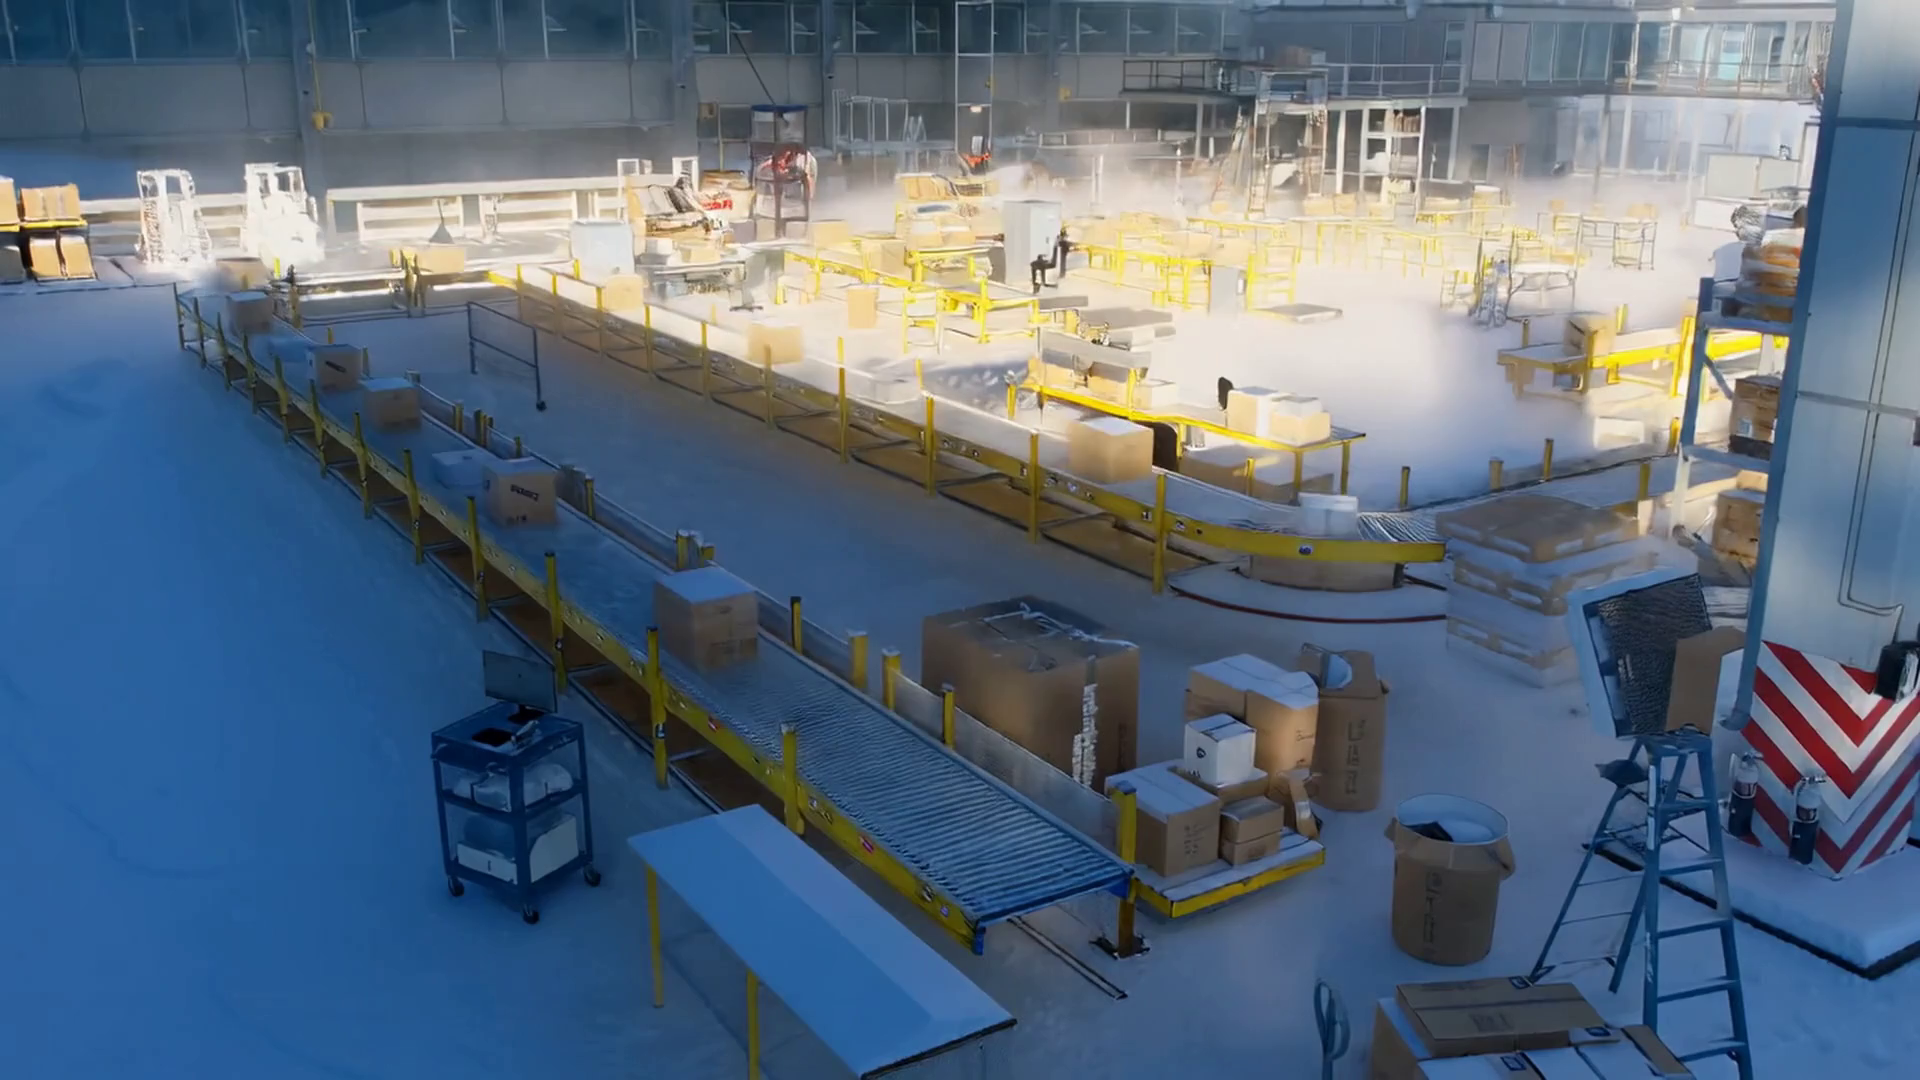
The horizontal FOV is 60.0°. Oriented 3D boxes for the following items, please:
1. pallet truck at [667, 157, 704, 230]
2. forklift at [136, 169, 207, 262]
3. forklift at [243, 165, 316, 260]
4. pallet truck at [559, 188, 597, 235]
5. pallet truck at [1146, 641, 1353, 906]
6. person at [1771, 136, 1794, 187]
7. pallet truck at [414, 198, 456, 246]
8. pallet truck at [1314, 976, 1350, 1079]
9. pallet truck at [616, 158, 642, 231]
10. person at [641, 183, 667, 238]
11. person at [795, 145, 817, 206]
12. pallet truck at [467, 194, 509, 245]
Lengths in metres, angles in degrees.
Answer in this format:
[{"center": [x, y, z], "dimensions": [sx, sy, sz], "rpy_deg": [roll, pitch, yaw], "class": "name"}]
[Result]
[{"center": [-7.586, -9.308, 44.692], "dimensions": [0.823, 1.965, 1.885], "rpy_deg": [-11, 20, -33], "class": "pallet truck"}, {"center": [-17.842, -7.318, 37.559], "dimensions": [1.157, 1.987, 2.680], "rpy_deg": [-10, 20, -31], "class": "forklift"}, {"center": [-15.898, -7.669, 38.708], "dimensions": [1.157, 1.987, 2.680], "rpy_deg": [-11, 20, -33], "class": "forklift"}, {"center": [-10.010, -8.652, 43.699], "dimensions": [0.653, 1.274, 1.630], "rpy_deg": [-10, 20, -31], "class": "pallet truck"}, {"center": [1.664, 1.407, 10.232], "dimensions": [1.630, 1.274, 0.653], "rpy_deg": [-10, 20, -31], "class": "pallet truck"}, {"center": [27.663, -12.596, 55.841], "dimensions": [0.537, 1.871, 0.639], "rpy_deg": [14, 22, 39], "class": "person"}, {"center": [-13.250, -8.060, 41.856], "dimensions": [0.680, 1.201, 1.601], "rpy_deg": [-10, 20, -31], "class": "pallet truck"}, {"center": [2.299, 2.390, 7.086], "dimensions": [1.601, 1.201, 0.680], "rpy_deg": [-2, 17, -7], "class": "pallet truck"}, {"center": [-8.918, -9.176, 44.255], "dimensions": [0.823, 1.965, 1.885], "rpy_deg": [-9, 19, -27], "class": "pallet truck"}, {"center": [-6.675, -6.749, 36.184], "dimensions": [0.637, 1.987, 1.027], "rpy_deg": [3, 17, 10], "class": "person"}, {"center": [-4.739, -11.210, 51.194], "dimensions": [0.662, 1.890, 0.580], "rpy_deg": [-1, 17, -3], "class": "person"}, {"center": [-11.983, -8.177, 42.137], "dimensions": [0.704, 1.261, 1.522], "rpy_deg": [-11, 20, -33], "class": "pallet truck"}]
